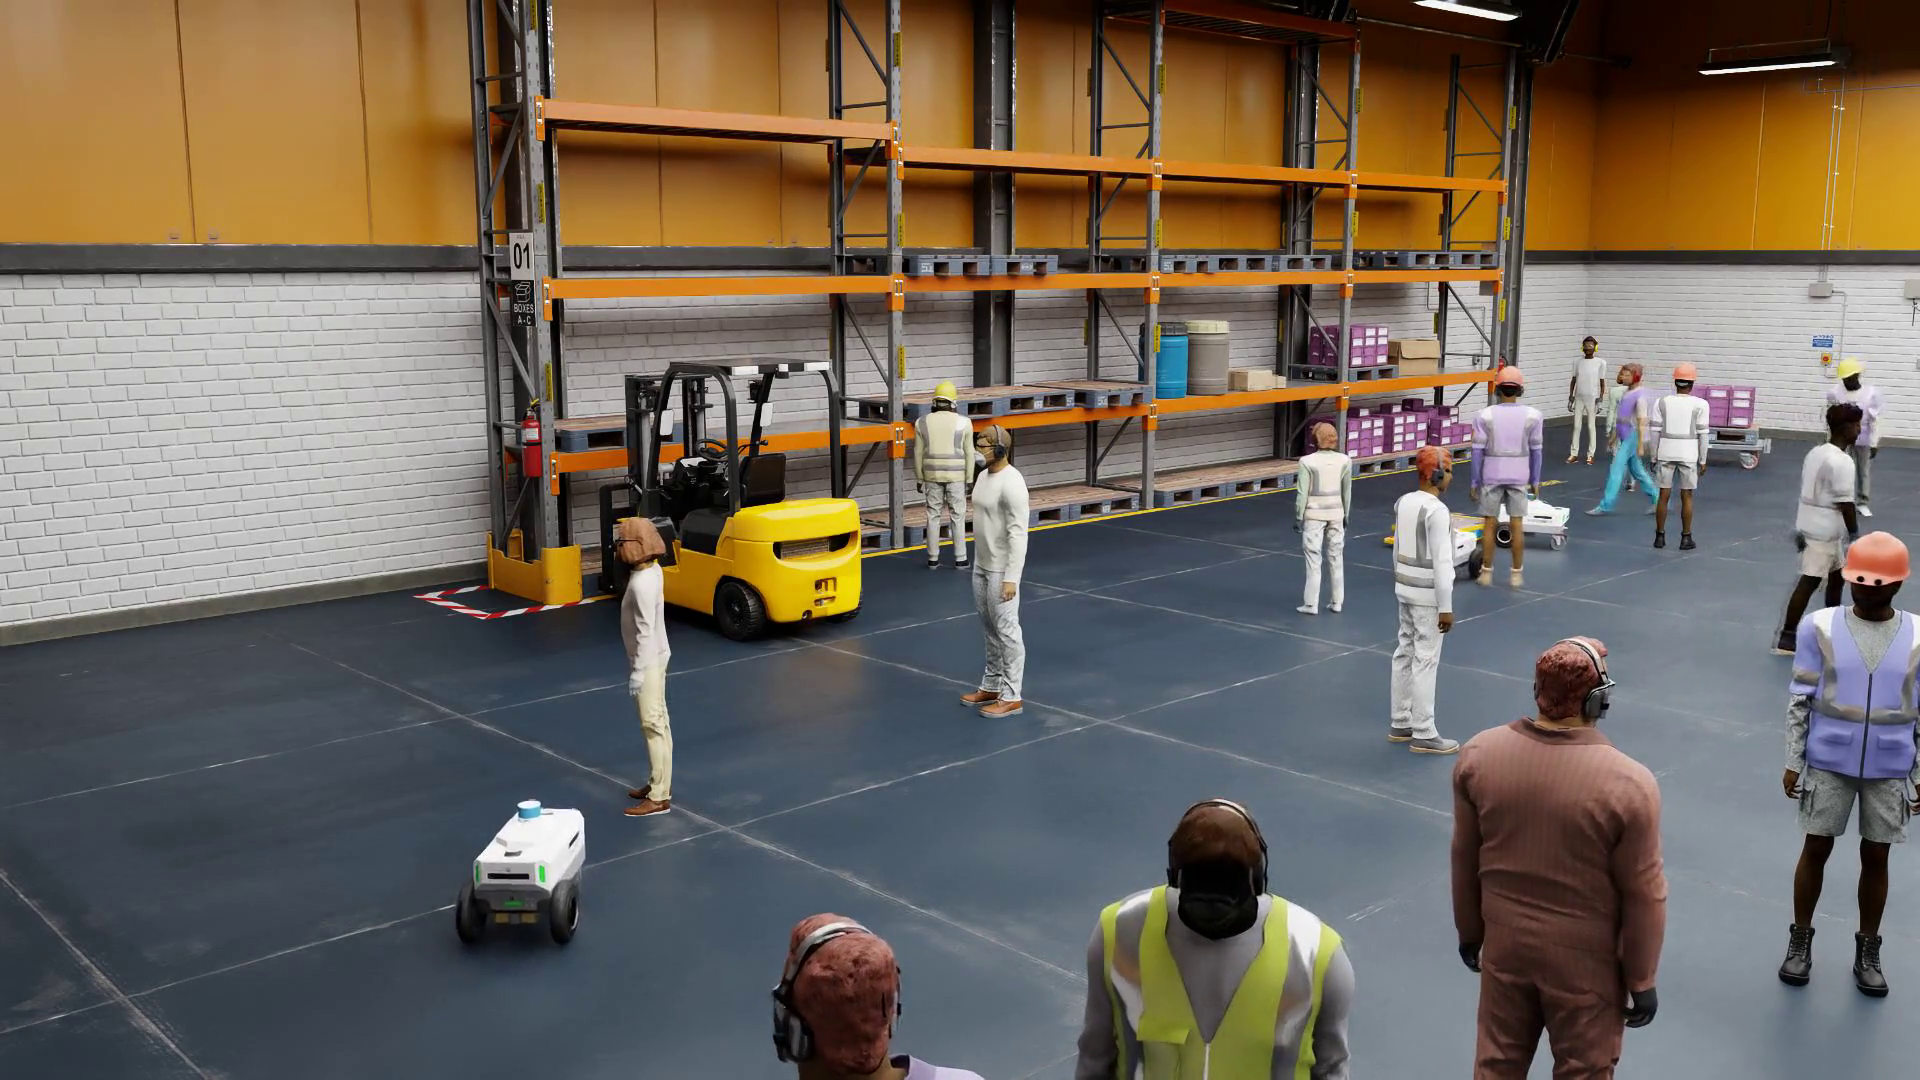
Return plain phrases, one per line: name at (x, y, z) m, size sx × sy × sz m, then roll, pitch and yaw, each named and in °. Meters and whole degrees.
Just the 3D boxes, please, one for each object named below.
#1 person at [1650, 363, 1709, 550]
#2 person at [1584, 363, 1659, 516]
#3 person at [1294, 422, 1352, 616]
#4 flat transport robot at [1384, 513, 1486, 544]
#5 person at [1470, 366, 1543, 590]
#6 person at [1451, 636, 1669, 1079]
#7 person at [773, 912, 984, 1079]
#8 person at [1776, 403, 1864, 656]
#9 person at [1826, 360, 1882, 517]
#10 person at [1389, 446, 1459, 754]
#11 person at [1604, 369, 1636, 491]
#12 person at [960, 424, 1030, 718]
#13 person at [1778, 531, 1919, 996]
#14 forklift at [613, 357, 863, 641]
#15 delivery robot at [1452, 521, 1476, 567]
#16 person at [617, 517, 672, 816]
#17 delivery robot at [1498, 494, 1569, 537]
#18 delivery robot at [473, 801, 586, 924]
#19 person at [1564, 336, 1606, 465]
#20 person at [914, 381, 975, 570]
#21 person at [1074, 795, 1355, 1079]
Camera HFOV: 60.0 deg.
person at (7.455, -0.866, 17.250) m, size 0.553 × 1.935 × 0.361 m, roll 6°, pitch 11°, yaw 31°
person at (7.839, -1.164, 19.372) m, size 0.937 × 1.809 × 0.567 m, roll 2°, pitch 10°, yaw 9°
person at (3.072, -0.177, 14.091) m, size 0.523 × 1.638 × 0.310 m, roll -3°, pitch 10°, yaw -17°
flat transport robot at (5.156, -0.097, 17.618) m, size 0.652 × 0.197 × 1.431 m, roll 10°, pitch 14°, yaw 44°
person at (4.981, -0.567, 15.192) m, size 0.615 × 2.041 × 0.392 m, roll 2°, pitch 10°, yaw 14°
person at (1.822, 1.230, 5.068) m, size 0.651 × 1.907 × 0.409 m, roll 9°, pitch 14°, yaw 44°
person at (-0.208, 1.589, 2.971) m, size 0.655 × 1.905 × 0.407 m, roll -8°, pitch 13°, yaw -40°
person at (6.625, -0.066, 12.546) m, size 0.842 × 1.933 × 0.608 m, roll 2°, pitch 10°, yaw 11°
person at (10.308, -1.154, 19.214) m, size 0.602 × 1.846 × 1.056 m, roll 8°, pitch 12°, yaw 37°
person at (2.858, 0.362, 10.219) m, size 0.355 × 1.884 × 0.573 m, roll -2°, pitch 10°, yaw -12°
person at (8.602, -1.440, 21.523) m, size 0.503 × 1.627 × 0.270 m, roll -1°, pitch 10°, yaw -6°
person at (0.237, 0.198, 11.017) m, size 0.364 × 1.939 × 0.636 m, roll -4°, pitch 10°, yaw -22°
person at (3.692, 0.915, 6.831) m, size 0.551 × 1.933 × 0.369 m, roll 4°, pitch 11°, yaw 23°
forklift at (-1.847, -0.414, 13.852) m, size 1.214 × 2.155 × 2.313 m, roll -9°, pitch 13°, yaw -42°
delivery robot at (4.570, 0.060, 15.595) m, size 0.477 × 0.478 × 0.707 m, roll 7°, pitch 12°, yaw 35°
person at (-1.720, 0.684, 9.064) m, size 0.279 × 1.634 × 0.499 m, roll -1°, pitch 10°, yaw -4°
delivery robot at (5.973, -0.239, 17.350) m, size 0.707 × 0.478 × 0.477 m, roll 5°, pitch 11°, yaw 26°
delivery robot at (-1.951, 1.431, 7.571) m, size 0.477 × 0.478 × 0.707 m, roll 0°, pitch 10°, yaw 2°
person at (9.143, -2.039, 24.303) m, size 0.514 × 1.876 × 0.328 m, roll 7°, pitch 12°, yaw 37°
person at (-0.147, -0.619, 16.108) m, size 0.591 × 1.834 × 0.404 m, roll 2°, pitch 10°, yaw 9°
person at (0.569, 1.475, 3.833) m, size 0.633 × 1.839 × 0.429 m, roll 2°, pitch 10°, yaw 13°
